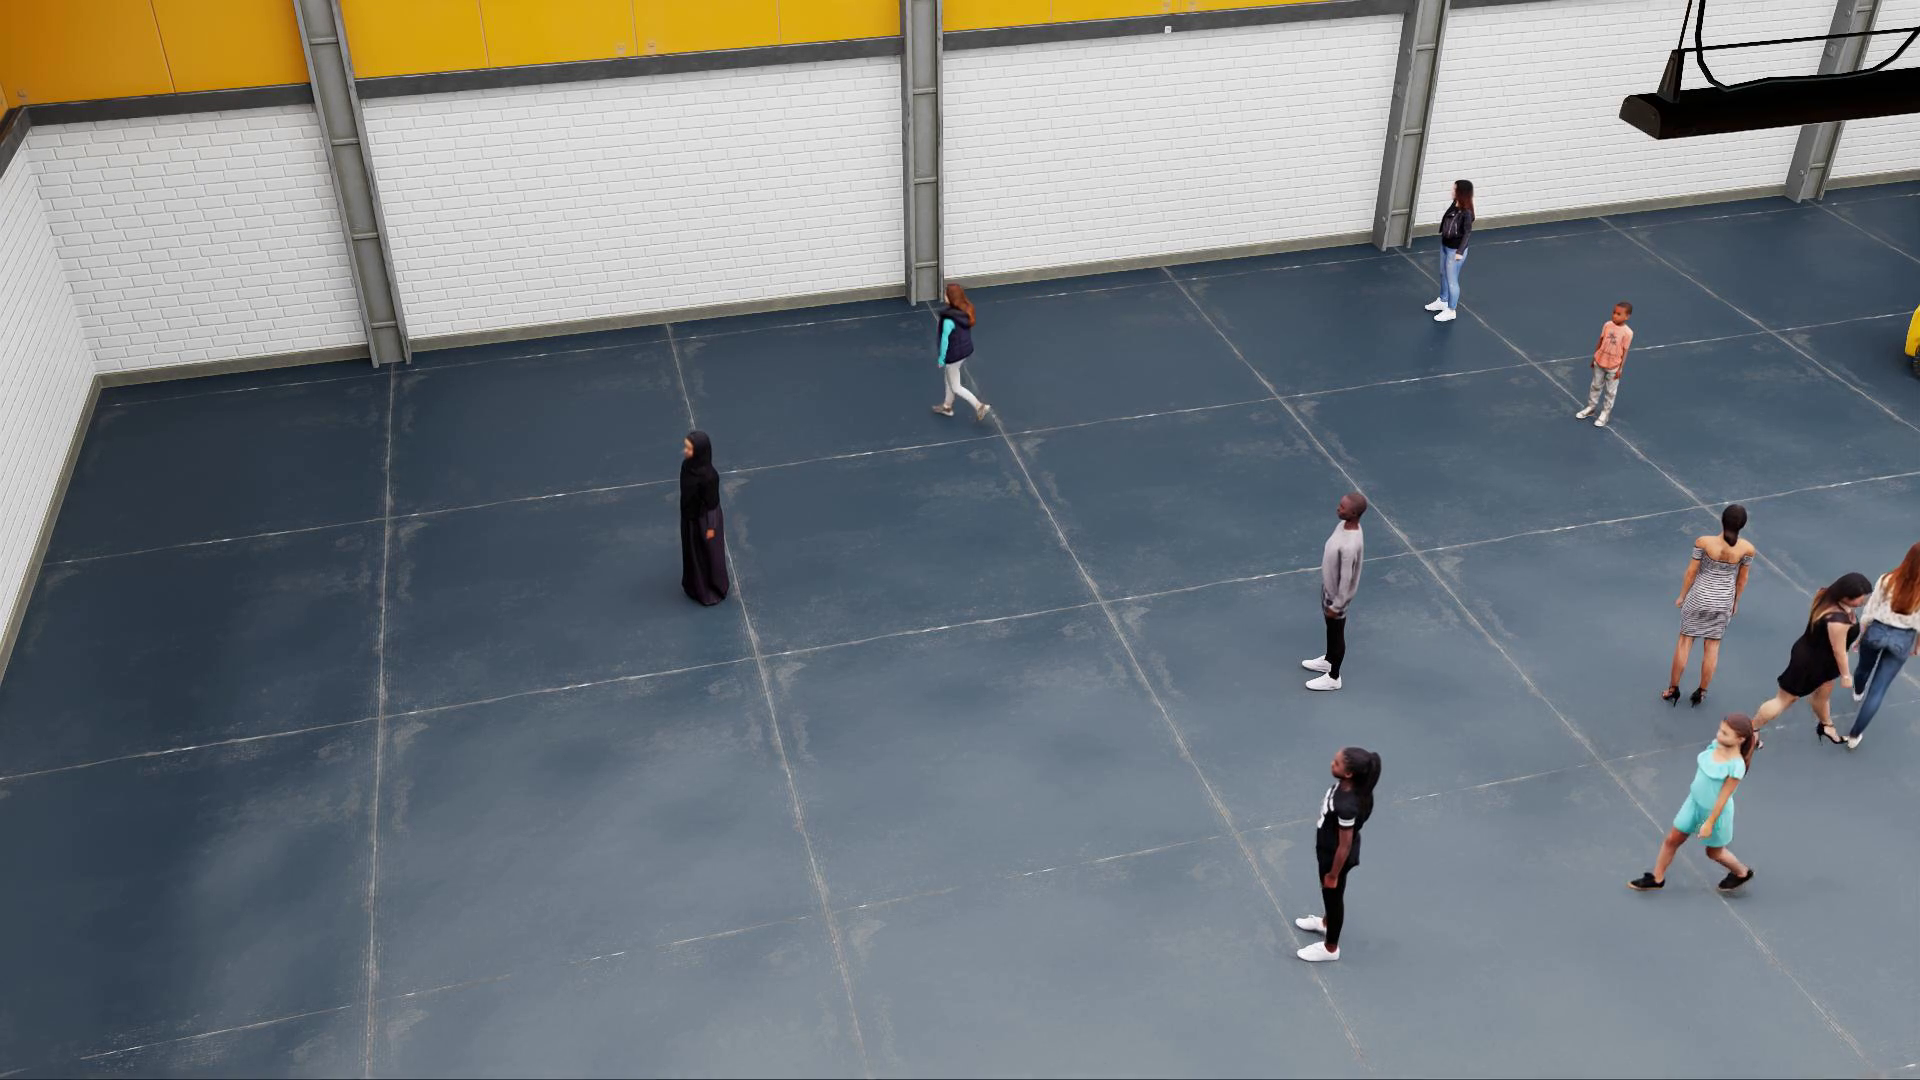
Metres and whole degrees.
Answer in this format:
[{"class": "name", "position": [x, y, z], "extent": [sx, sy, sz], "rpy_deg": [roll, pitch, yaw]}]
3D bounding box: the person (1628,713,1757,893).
[{"class": "person", "position": [5.084, 1.807, 11.111], "extent": [1.096, 1.530, 0.669], "rpy_deg": [-3, 34, -5]}]

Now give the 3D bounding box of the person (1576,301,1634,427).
[{"class": "person", "position": [6.537, -1.795, 16.728], "extent": [0.575, 1.311, 0.550], "rpy_deg": [-24, 40, -31]}]

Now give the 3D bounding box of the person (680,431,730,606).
[{"class": "person", "position": [-2.181, -0.212, 14.071], "extent": [0.703, 1.615, 0.684], "rpy_deg": [-23, 40, -30]}]

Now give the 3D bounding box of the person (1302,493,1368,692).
[{"class": "person", "position": [2.977, 0.392, 13.022], "extent": [0.655, 1.772, 0.683], "rpy_deg": [3, 34, 4]}]

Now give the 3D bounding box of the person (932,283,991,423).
[{"class": "person", "position": [0.008, -1.844, 16.648], "extent": [0.975, 1.481, 0.866], "rpy_deg": [13, 36, 19]}]

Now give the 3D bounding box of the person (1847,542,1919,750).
[{"class": "person", "position": [6.937, 0.813, 12.469], "extent": [1.057, 1.682, 1.174], "rpy_deg": [22, 39, 29]}]

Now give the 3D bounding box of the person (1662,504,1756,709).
[{"class": "person", "position": [5.759, 0.510, 12.799], "extent": [0.632, 1.822, 0.735], "rpy_deg": [9, 35, 14]}]

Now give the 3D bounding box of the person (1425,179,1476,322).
[{"class": "person", "position": [5.533, -3.269, 18.655], "extent": [0.609, 1.634, 0.683], "rpy_deg": [-3, 34, -5]}]

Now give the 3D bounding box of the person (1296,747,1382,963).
[{"class": "person", "position": [2.417, 1.997, 10.646], "extent": [0.720, 1.728, 0.702], "rpy_deg": [7, 34, 10]}]

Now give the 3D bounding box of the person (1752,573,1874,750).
[{"class": "person", "position": [6.222, 0.925, 12.320], "extent": [1.142, 1.660, 0.978], "rpy_deg": [8, 35, 12]}]
